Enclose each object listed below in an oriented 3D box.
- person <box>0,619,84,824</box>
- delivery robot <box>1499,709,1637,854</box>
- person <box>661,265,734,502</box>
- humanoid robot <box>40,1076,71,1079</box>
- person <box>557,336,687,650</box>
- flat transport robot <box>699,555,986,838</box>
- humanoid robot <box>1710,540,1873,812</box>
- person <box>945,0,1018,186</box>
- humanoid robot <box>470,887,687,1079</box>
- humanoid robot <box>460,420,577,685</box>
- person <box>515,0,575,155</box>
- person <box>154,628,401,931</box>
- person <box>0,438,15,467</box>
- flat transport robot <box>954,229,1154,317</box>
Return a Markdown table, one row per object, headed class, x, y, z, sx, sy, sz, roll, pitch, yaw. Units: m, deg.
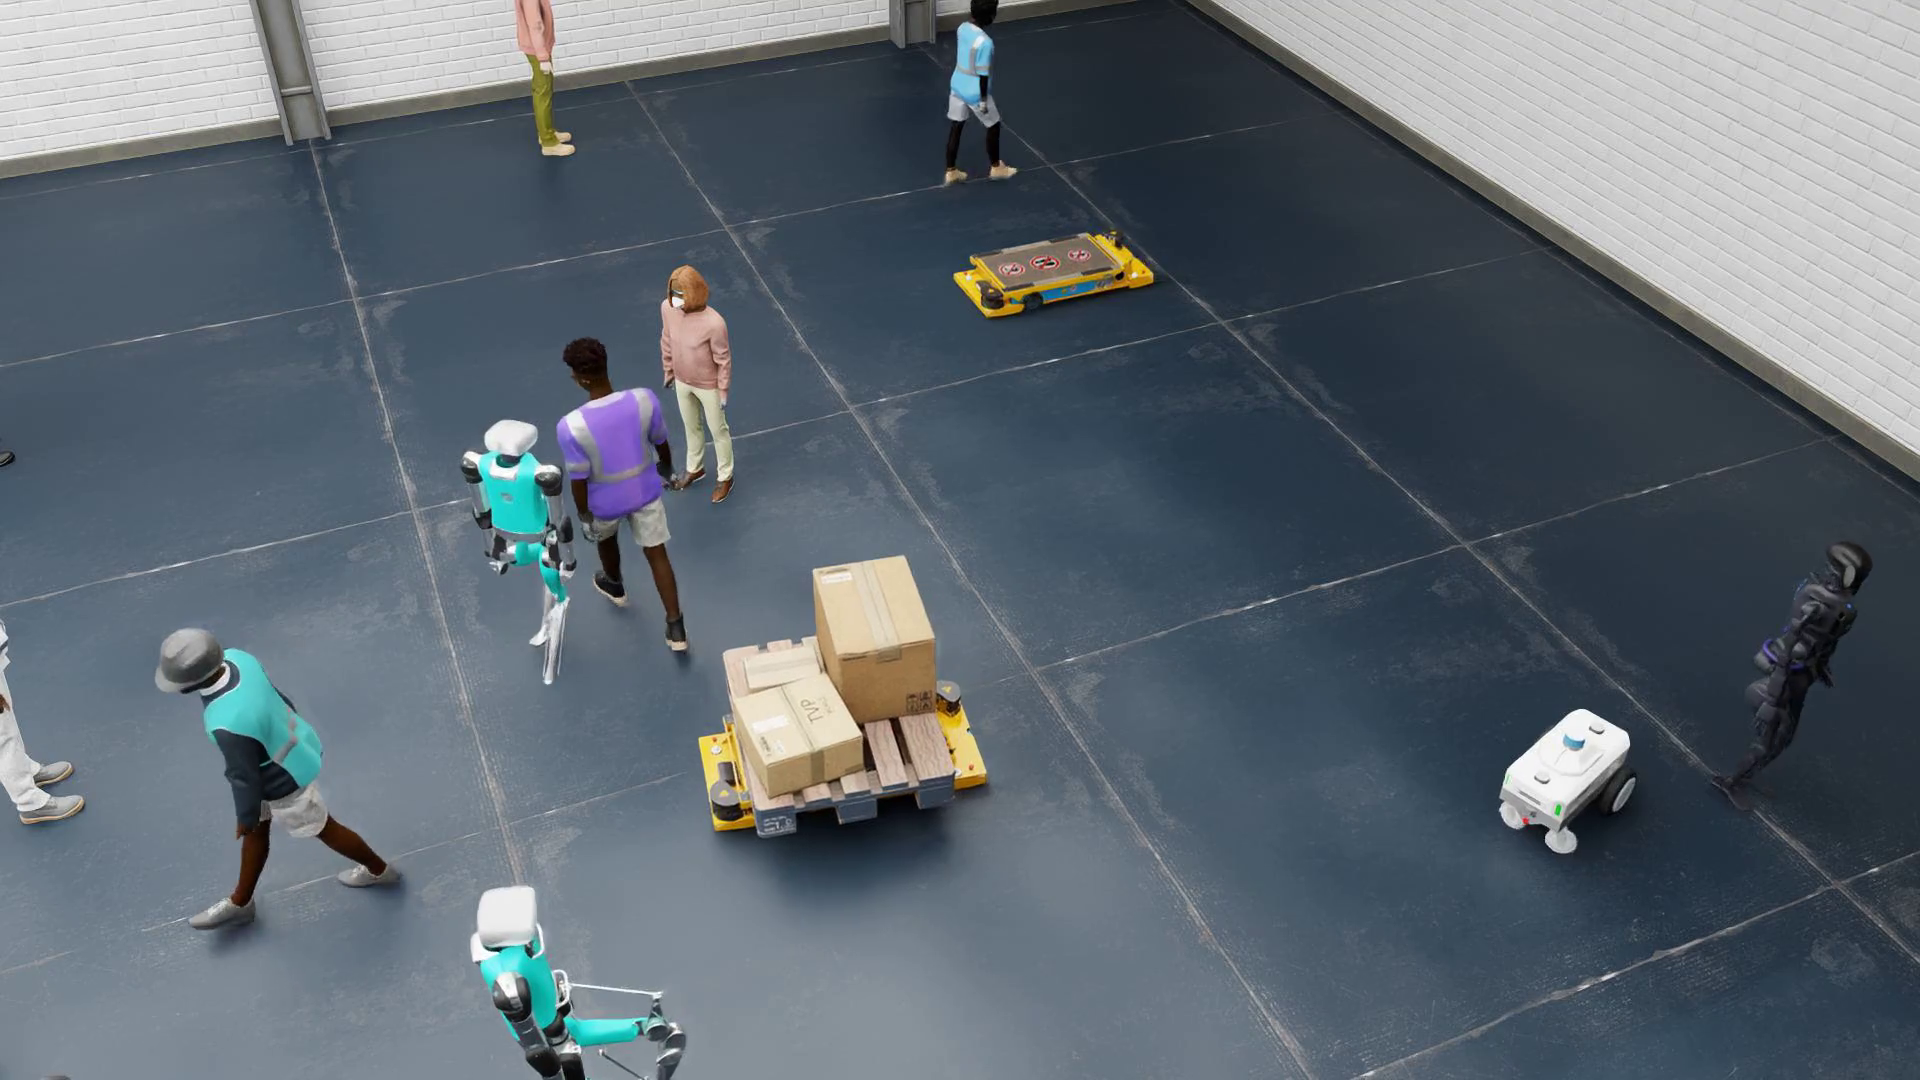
| class | x | y | z | sx | sy | sz | roll | pitch | yaw |
| --- | --- | --- | --- | --- | --- | --- | --- | --- | --- |
| person | -4.806 | 0.607 | 8.160 | 0.354 | 1.883 | 0.572 | -20 | 42 | -24 |
| delivery robot | 3.105 | 1.194 | 8.499 | 0.783 | 0.611 | 0.509 | -30 | 46 | -33 |
| person | -1.648 | -0.982 | 10.428 | 0.497 | 1.633 | 0.279 | 20 | 42 | 23 |
| humanoid robot | -3.086 | 2.428 | 5.993 | 0.609 | 1.628 | 0.772 | 24 | 44 | 28 |
| person | -1.854 | -0.271 | 9.277 | 0.656 | 1.904 | 0.978 | -21 | 42 | -25 |
| flat transport robot | -0.632 | 1.132 | 8.801 | 1.431 | 0.231 | 0.659 | -9 | 38 | -11 |
| humanoid robot | 4.132 | 0.672 | 8.242 | 0.603 | 1.647 | 0.318 | -25 | 44 | -29 |
| person | 0.184 | -3.818 | 14.086 | 0.744 | 1.653 | 0.556 | -21 | 42 | -25 |
| humanoid robot | -1.423 | 1.946 | 6.554 | 1.038 | 1.735 | 0.548 | -11 | 39 | -14 |
| humanoid robot | -2.263 | -0.011 | 9.110 | 0.570 | 1.802 | 0.816 | 6 | 38 | 8 |
| person | -3.686 | -4.298 | 14.582 | 0.353 | 1.835 | 0.527 | -9 | 38 | -12 |
| person | -3.215 | 1.050 | 7.593 | 0.983 | 1.866 | 0.603 | -15 | 40 | -19 |
| person | -6.593 | -1.320 | 10.624 | 0.355 | 1.938 | 0.541 | -27 | 45 | -30 |
| flat transport robot | 0.733 | -2.087 | 12.990 | 1.431 | 0.231 | 0.659 | -14 | 40 | -18 |
